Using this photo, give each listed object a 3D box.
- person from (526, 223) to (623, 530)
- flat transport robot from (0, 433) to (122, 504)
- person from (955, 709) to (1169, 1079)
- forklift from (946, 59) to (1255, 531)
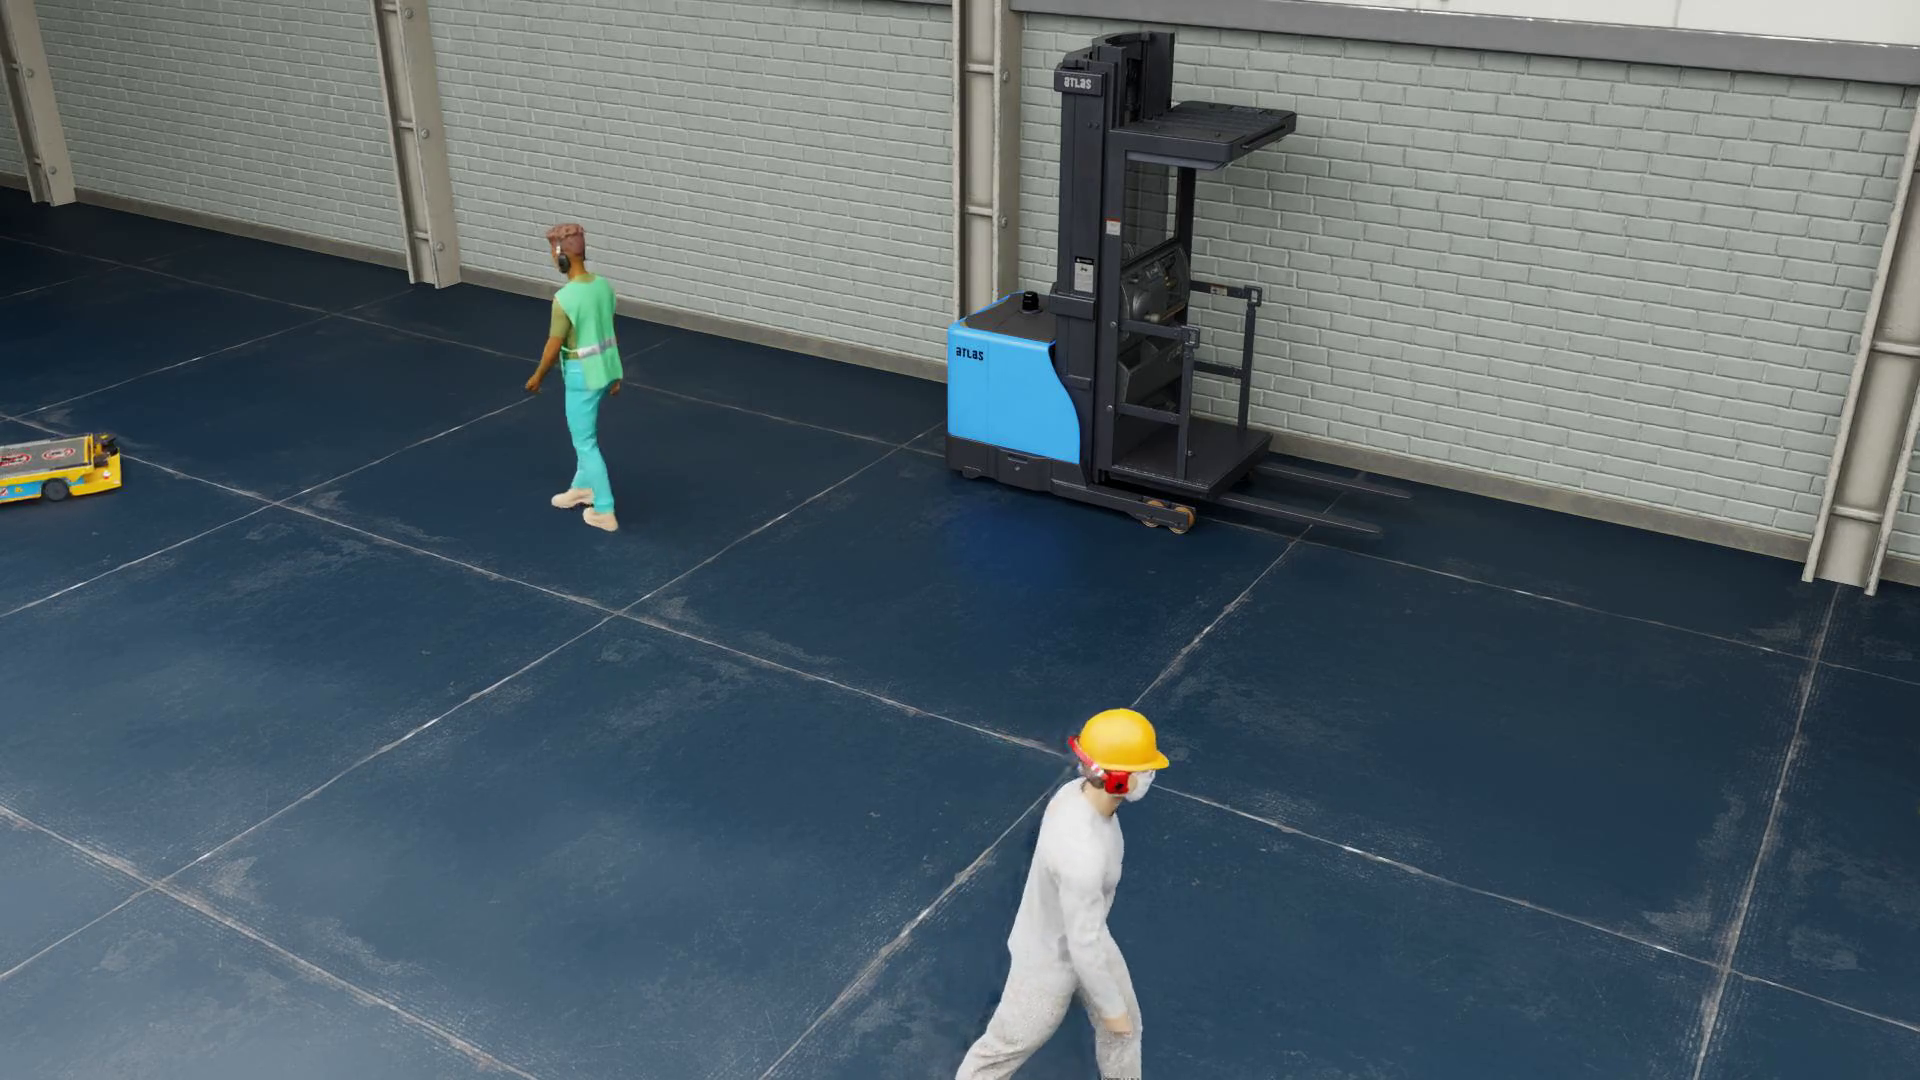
[{"bbox_3d":[-2.397,-1.025,10.449,0.567,1.966,0.488,8,26,16],"label":"person"},{"bbox_3d":[-6.421,-0.417,11.141,1.431,0.231,0.659,-12,28,-23],"label":"flat transport robot"},{"bbox_3d":[0.340,1.360,5.588,0.900,1.821,0.596,7,26,14],"label":"person"},{"bbox_3d":[0.933,-1.707,10.833,1.873,2.768,1.129,15,29,28],"label":"forklift"}]
